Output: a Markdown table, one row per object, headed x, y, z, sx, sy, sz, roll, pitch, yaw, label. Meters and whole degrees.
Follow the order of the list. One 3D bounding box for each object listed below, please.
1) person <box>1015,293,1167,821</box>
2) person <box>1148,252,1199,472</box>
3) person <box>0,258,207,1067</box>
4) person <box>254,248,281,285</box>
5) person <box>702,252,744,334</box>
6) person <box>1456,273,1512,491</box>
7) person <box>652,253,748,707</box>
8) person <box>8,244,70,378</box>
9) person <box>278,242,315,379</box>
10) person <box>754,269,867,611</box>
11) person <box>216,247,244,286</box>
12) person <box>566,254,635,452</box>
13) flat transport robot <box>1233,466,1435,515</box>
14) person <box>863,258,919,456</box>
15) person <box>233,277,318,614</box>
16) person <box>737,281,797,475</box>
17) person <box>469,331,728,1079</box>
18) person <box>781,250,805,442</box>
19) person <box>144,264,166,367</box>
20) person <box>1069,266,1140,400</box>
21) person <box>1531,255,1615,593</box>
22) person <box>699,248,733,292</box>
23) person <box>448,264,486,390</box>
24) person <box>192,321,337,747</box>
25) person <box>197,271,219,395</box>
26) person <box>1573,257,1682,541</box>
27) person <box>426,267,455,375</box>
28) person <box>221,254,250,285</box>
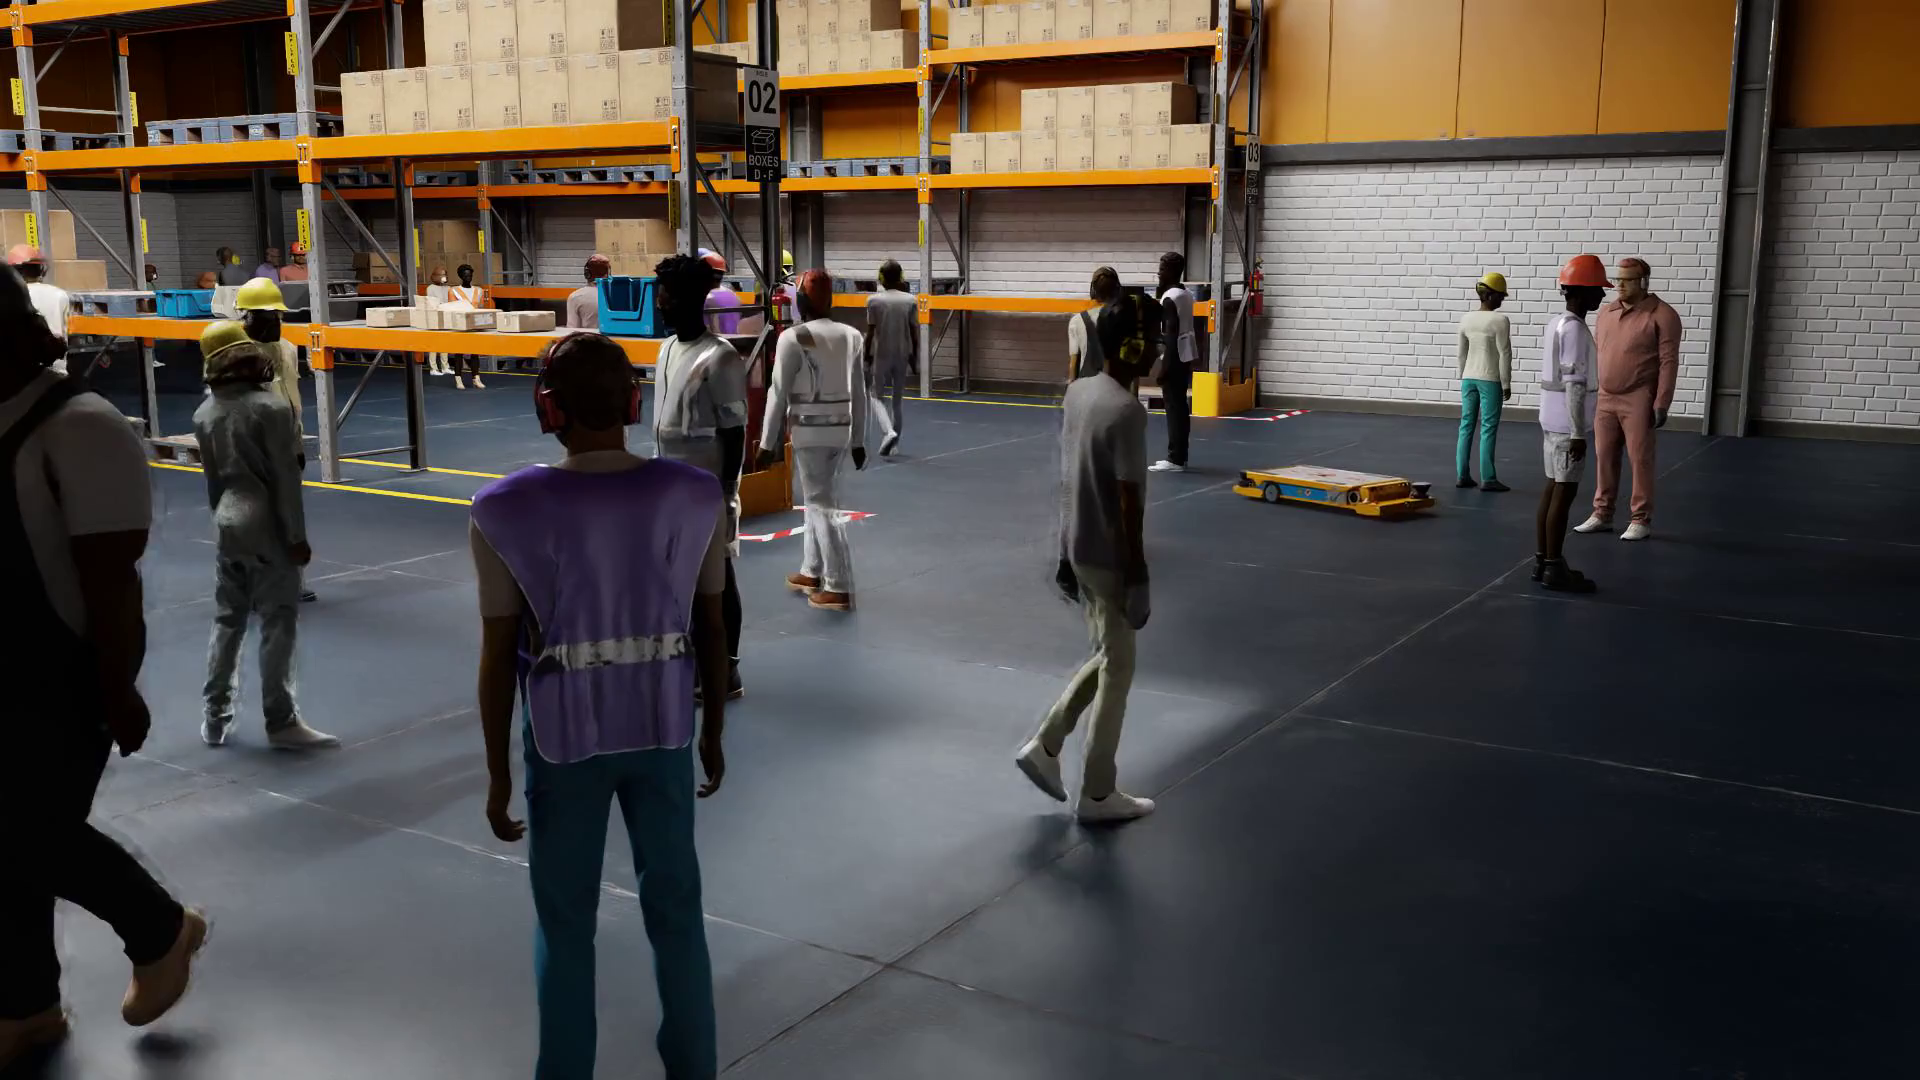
| x | y | z | sx | sy | sz | roll | pitch | yaw | label |
| --- | --- | --- | --- | --- | --- | --- | --- | --- | --- |
| 0.494 | 0.081 | 5.716 | 0.433 | 1.845 | 0.538 | -4 | 11 | -22 | person |
| 1.881 | -1.554 | 14.582 | 0.390 | 1.918 | 0.587 | 4 | 11 | 20 | person |
| -2.277 | 0.290 | 4.022 | 0.707 | 2.000 | 0.565 | 5 | 11 | 25 | person |
| -11.175 | -3.806 | 27.128 | 0.411 | 1.898 | 0.654 | 3 | 11 | 17 | person |
| -2.071 | -1.488 | 14.221 | 0.438 | 1.922 | 0.563 | 7 | 13 | 35 | person |
| 4.260 | -1.275 | 13.480 | 0.327 | 1.760 | 0.524 | -6 | 12 | -30 | person |
| -1.154 | -0.260 | 7.278 | 0.374 | 1.966 | 0.607 | -8 | 13 | -37 | person |
| -7.697 | -1.487 | 14.013 | 1.025 | 2.001 | 0.596 | 6 | 12 | 29 | person |
| -9.654 | -3.362 | 24.388 | 0.608 | 1.995 | 0.377 | -10 | 14 | -44 | person |
| -0.869 | -0.556 | 9.201 | 0.793 | 1.857 | 0.596 | 8 | 13 | 39 | person |
| -11.242 | -3.505 | 25.402 | 0.740 | 1.917 | 0.643 | 0 | 10 | 1 | person |
| -3.146 | -1.532 | 14.527 | 0.647 | 1.900 | 0.403 | -8 | 13 | -37 | person |
| 2.845 | -0.397 | 12.736 | 0.652 | 0.197 | 1.431 | -8 | 13 | -37 | flat transport robot |
| -0.633 | -1.681 | 15.458 | 0.552 | 1.856 | 0.646 | -3 | 11 | -18 | person |
| -3.802 | -0.515 | 9.104 | 0.405 | 1.823 | 0.590 | 3 | 11 | 16 | person |
| -1.571 | -1.269 | 13.559 | 0.531 | 1.717 | 0.888 | -3 | 11 | -17 | person |
| -0.773 | 0.461 | 3.684 | 0.568 | 1.831 | 0.401 | -5 | 11 | -25 | person |
| -1.769 | -1.938 | 16.684 | 0.363 | 1.928 | 0.587 | 6 | 12 | 29 | person |
| -12.962 | -3.589 | 26.647 | 0.266 | 1.631 | 0.507 | -2 | 10 | -10 | person |
| 0.987 | -0.934 | 11.351 | 0.506 | 1.846 | 0.346 | 5 | 11 | 24 | person |
| 3.549 | -0.672 | 9.637 | 0.356 | 1.936 | 0.551 | 2 | 10 | 9 | person |
| -2.270 | -1.632 | 14.926 | 0.388 | 1.950 | 0.607 | 10 | 14 | 43 | person |
| -6.683 | -2.887 | 22.577 | 0.533 | 1.697 | 0.322 | -9 | 13 | -40 | person |
| -2.824 | -0.006 | 6.610 | 0.615 | 1.705 | 0.345 | 6 | 12 | 29 | person |
| -9.782 | -2.701 | 21.757 | 0.372 | 1.616 | 0.534 | -1 | 10 | -4 | person |
| 4.510 | -0.951 | 11.281 | 0.403 | 1.904 | 0.652 | -6 | 12 | -32 | person |
| -7.805 | -3.286 | 24.999 | 0.285 | 1.626 | 0.495 | 5 | 11 | 24 | person |
| -11.551 | -3.729 | 26.959 | 0.658 | 1.801 | 0.611 | -1 | 10 | -8 | person |
